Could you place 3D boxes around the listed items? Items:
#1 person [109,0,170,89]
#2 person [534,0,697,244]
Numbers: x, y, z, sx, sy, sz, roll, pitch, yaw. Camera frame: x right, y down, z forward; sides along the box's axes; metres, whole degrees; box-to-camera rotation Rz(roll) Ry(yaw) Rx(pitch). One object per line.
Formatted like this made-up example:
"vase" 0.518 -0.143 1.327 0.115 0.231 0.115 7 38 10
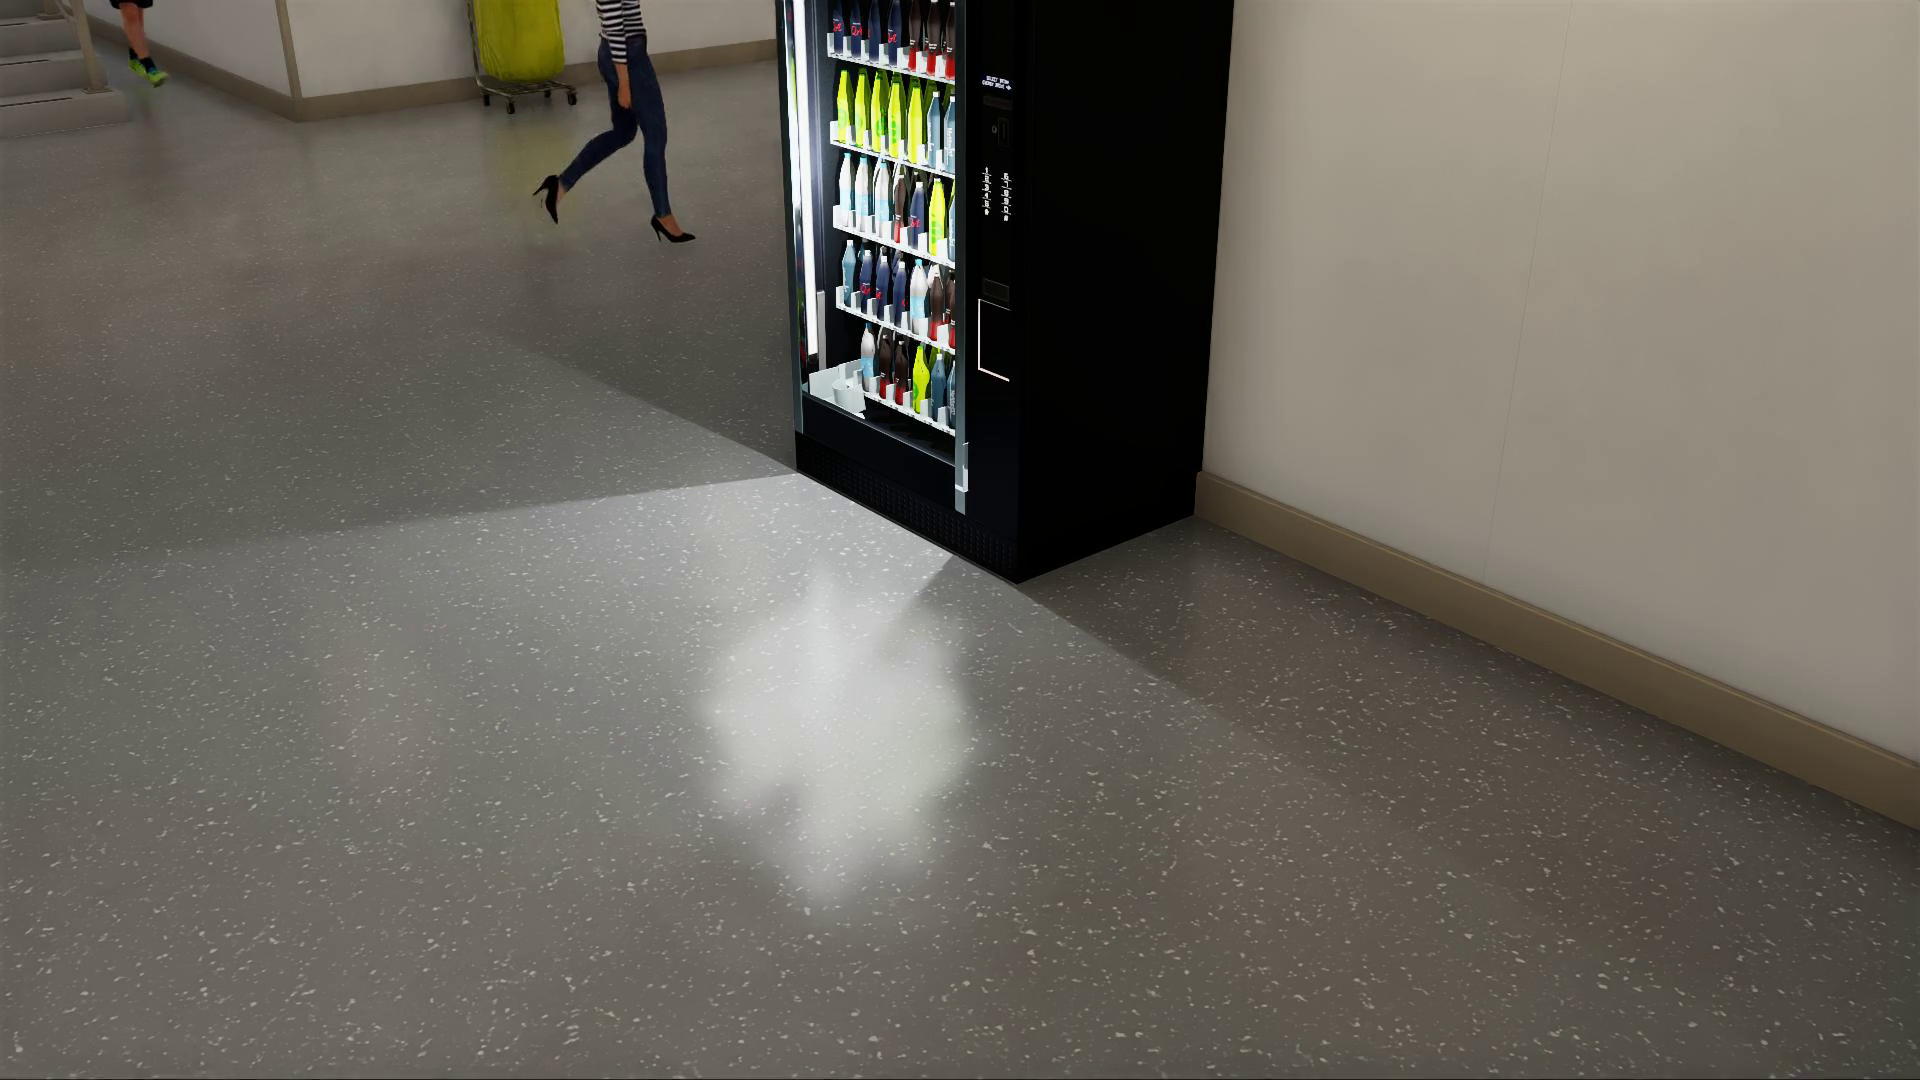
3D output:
"person" -6.279 -4.332 12.425 0.740 1.839 1.197 -22 34 -38
"person" -1.772 -2.334 8.366 0.922 1.768 1.049 -7 27 -14
